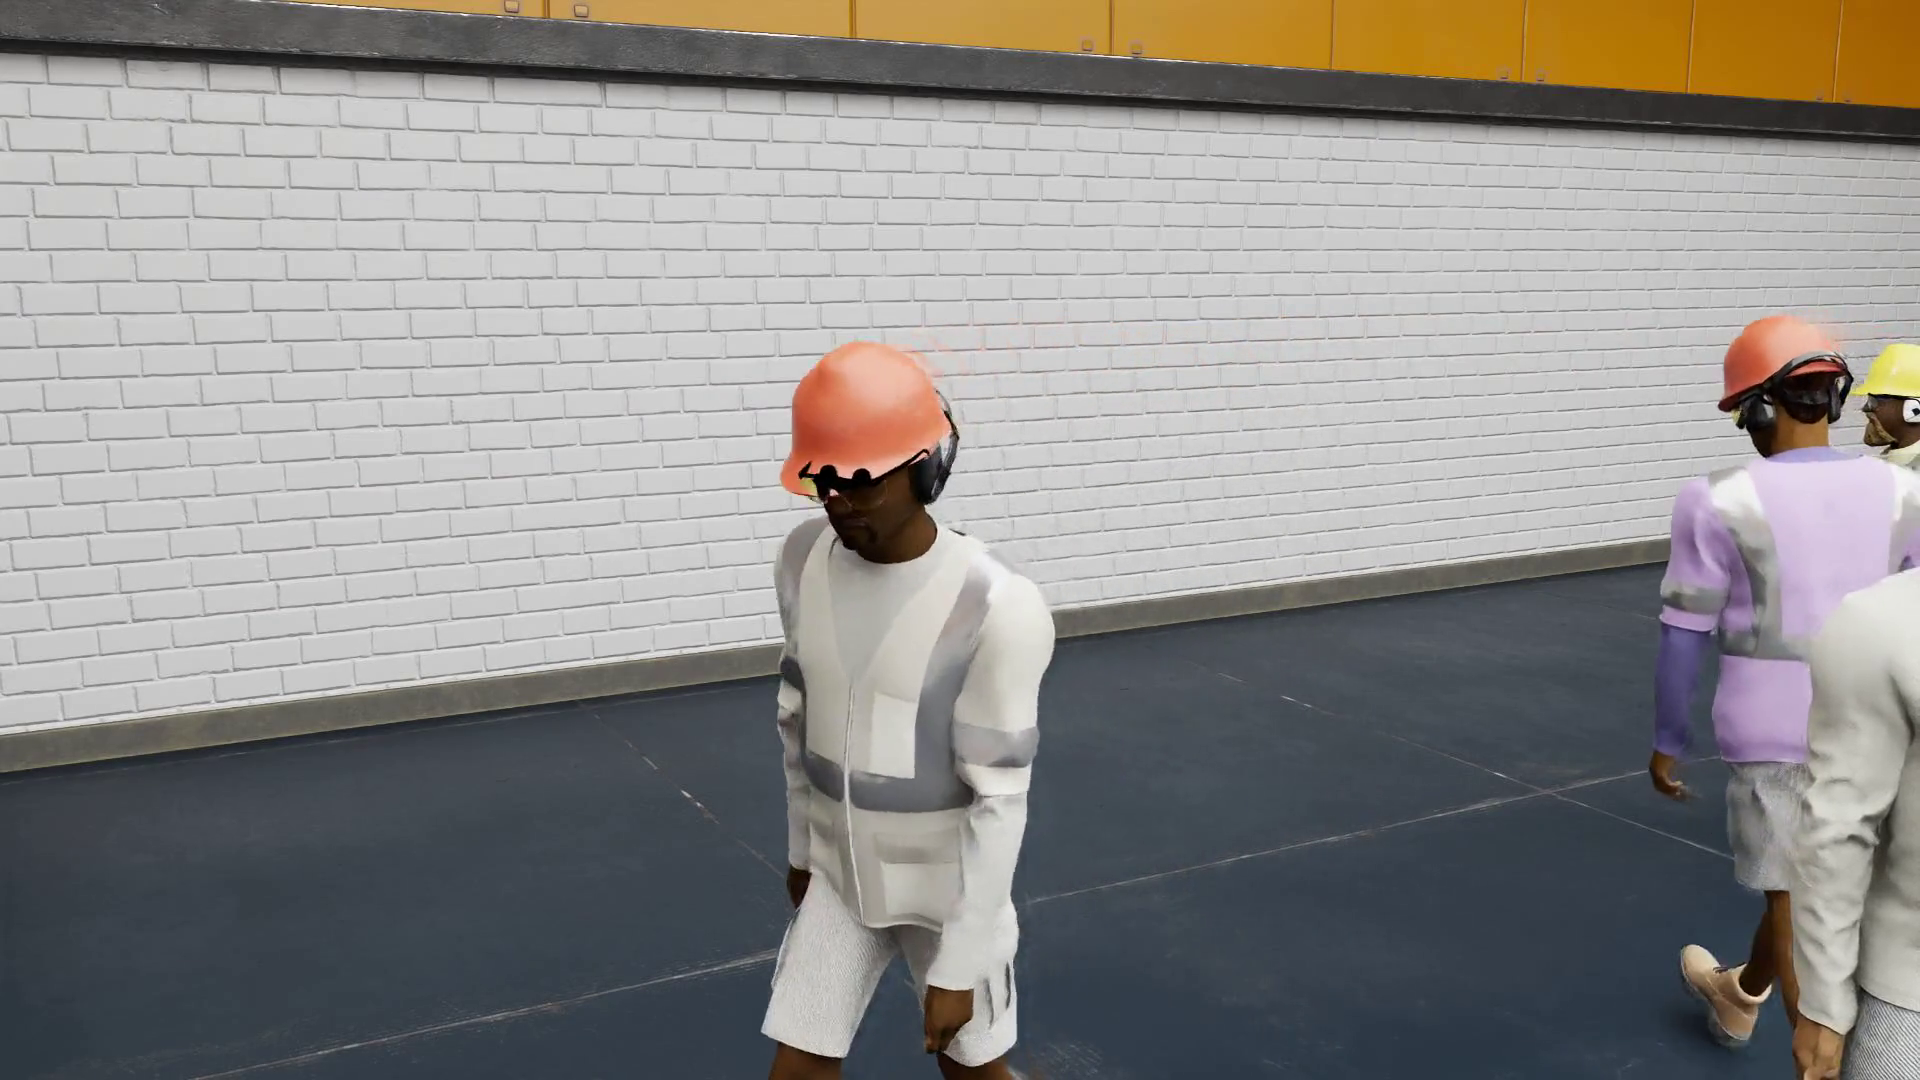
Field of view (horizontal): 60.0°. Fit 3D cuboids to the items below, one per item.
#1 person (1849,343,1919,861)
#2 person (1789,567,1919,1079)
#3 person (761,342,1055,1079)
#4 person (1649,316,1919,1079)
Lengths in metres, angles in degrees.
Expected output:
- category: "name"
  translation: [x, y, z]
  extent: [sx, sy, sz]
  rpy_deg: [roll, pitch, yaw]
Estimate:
- category: "person"
  translation: [3.125, 0.261, 5.581]
  extent: [0.403, 1.827, 0.596]
  rpy_deg: [2, 10, 13]
- category: "person"
  translation: [1.605, 0.729, 2.559]
  extent: [0.627, 1.934, 0.370]
  rpy_deg: [2, 10, 11]
- category: "person"
  translation: [-0.181, 0.640, 2.971]
  extent: [0.681, 1.963, 1.080]
  rpy_deg: [7, 12, 35]
- category: "person"
  translation: [2.022, 0.455, 4.027]
  extent: [0.669, 1.964, 1.046]
  rpy_deg: [0, 10, 0]
